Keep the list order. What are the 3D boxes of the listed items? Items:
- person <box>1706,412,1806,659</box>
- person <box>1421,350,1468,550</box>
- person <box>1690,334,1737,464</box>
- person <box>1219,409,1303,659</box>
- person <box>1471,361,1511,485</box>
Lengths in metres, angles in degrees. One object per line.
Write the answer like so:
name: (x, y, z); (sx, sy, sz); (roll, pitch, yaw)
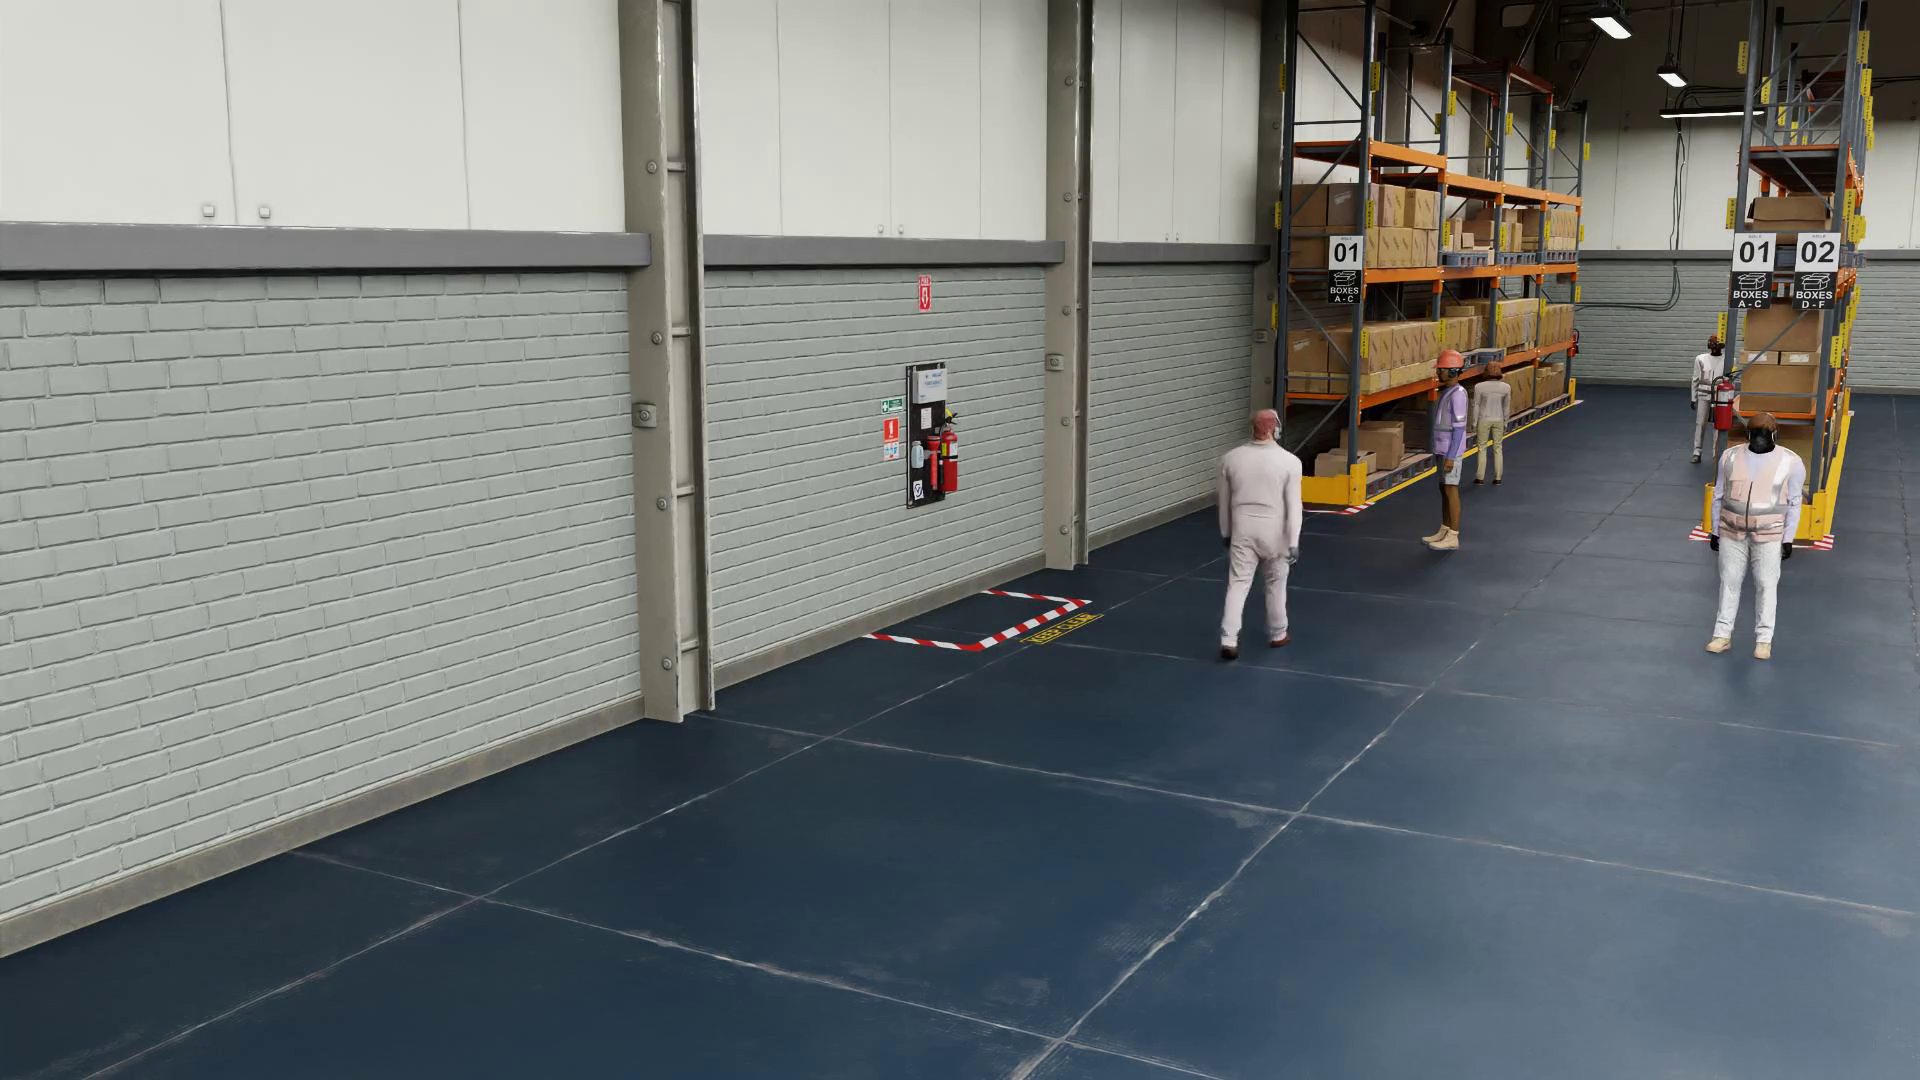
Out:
person: (5.935, -0.039, 12.455); (0.627, 1.843, 0.429); (7, 12, 37)
person: (4.977, -0.919, 17.013); (0.370, 2.044, 0.608); (1, 10, 4)
person: (10.852, -2.030, 23.999); (0.574, 1.880, 0.356); (5, 11, 28)
person: (2.233, -0.047, 12.456); (0.676, 1.866, 0.986); (5, 11, 28)
person: (6.956, -1.528, 21.807); (0.494, 1.624, 0.280); (-1, 10, -5)
